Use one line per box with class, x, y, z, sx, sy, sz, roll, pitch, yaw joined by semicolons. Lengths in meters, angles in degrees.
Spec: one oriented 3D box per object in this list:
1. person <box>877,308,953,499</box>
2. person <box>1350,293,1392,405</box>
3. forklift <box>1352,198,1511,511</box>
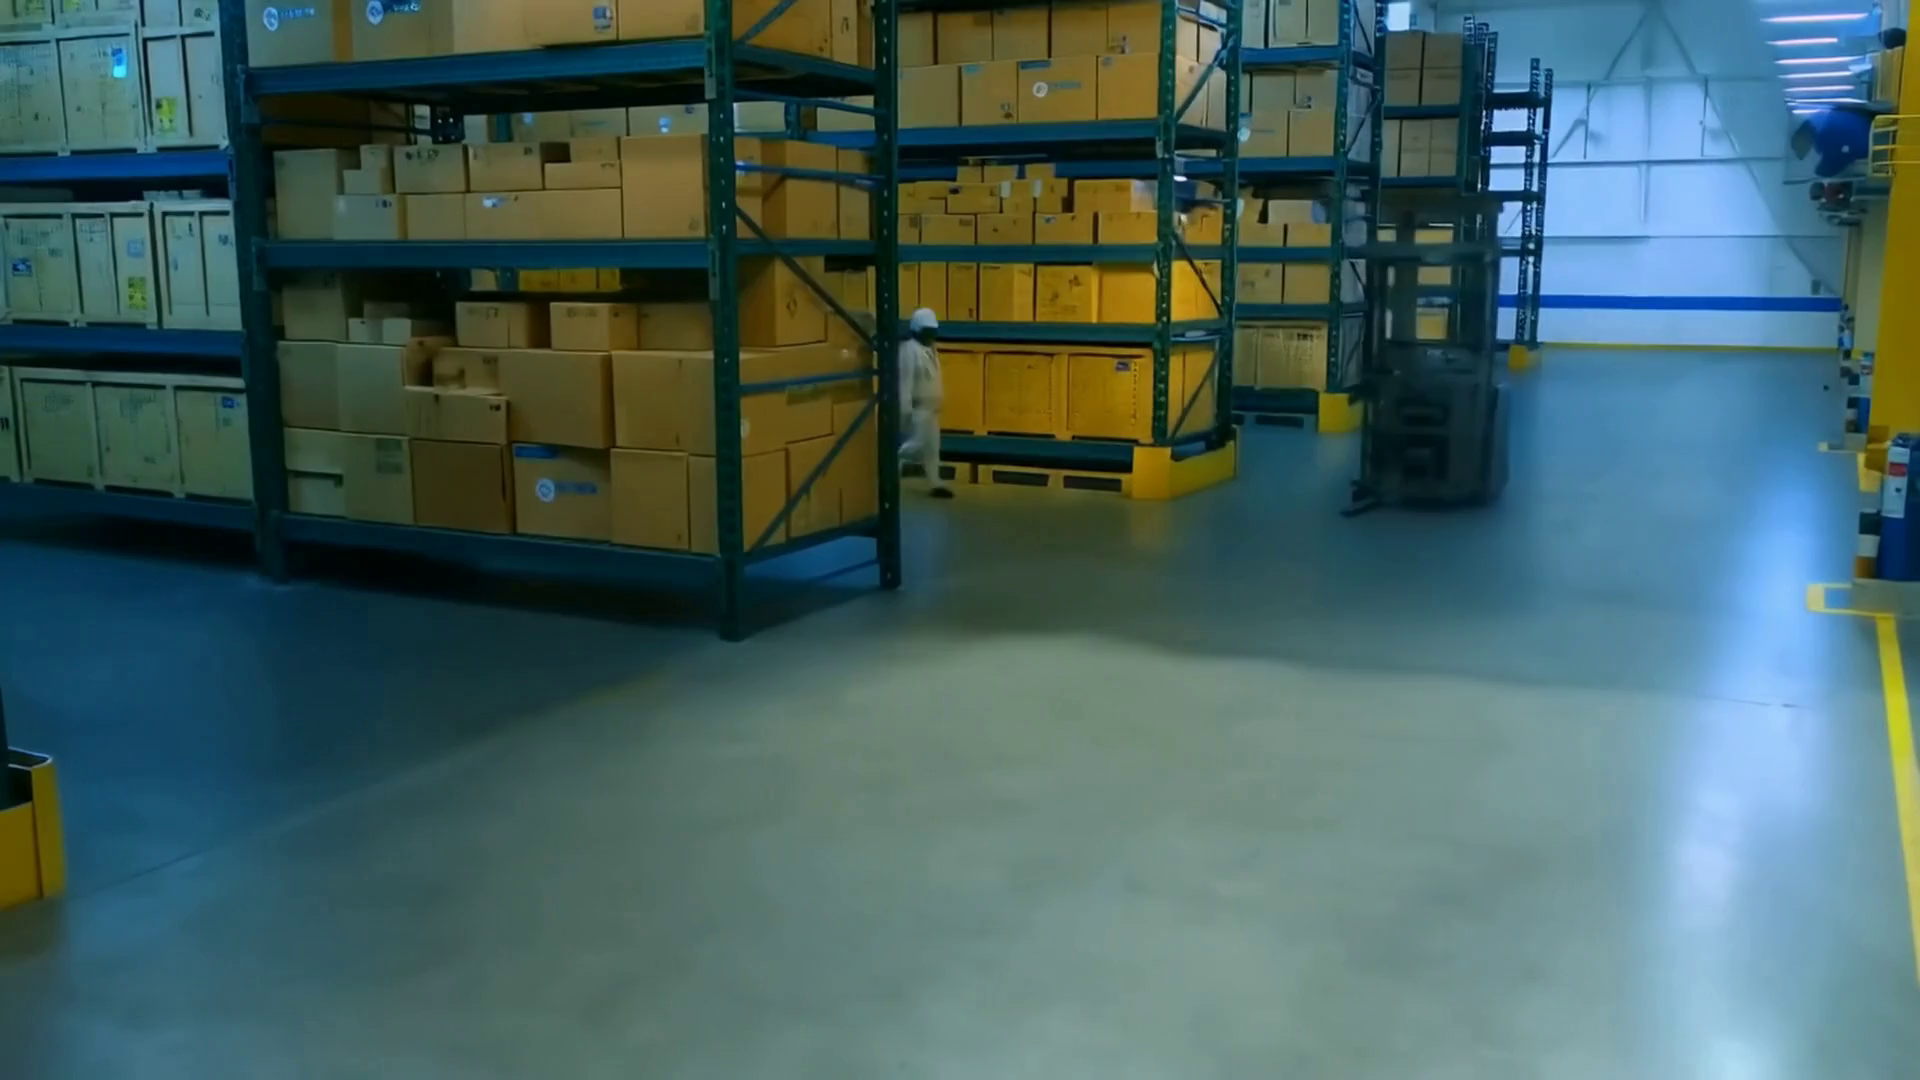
person;-0.419;-1.294;15.819;0.678;1.818;0.602;5;11;28
person;6.172;-2.834;24.953;0.561;1.729;0.711;-4;10;-21
forklift;4.530;-1.795;15.636;1.129;2.768;1.873;5;11;27
